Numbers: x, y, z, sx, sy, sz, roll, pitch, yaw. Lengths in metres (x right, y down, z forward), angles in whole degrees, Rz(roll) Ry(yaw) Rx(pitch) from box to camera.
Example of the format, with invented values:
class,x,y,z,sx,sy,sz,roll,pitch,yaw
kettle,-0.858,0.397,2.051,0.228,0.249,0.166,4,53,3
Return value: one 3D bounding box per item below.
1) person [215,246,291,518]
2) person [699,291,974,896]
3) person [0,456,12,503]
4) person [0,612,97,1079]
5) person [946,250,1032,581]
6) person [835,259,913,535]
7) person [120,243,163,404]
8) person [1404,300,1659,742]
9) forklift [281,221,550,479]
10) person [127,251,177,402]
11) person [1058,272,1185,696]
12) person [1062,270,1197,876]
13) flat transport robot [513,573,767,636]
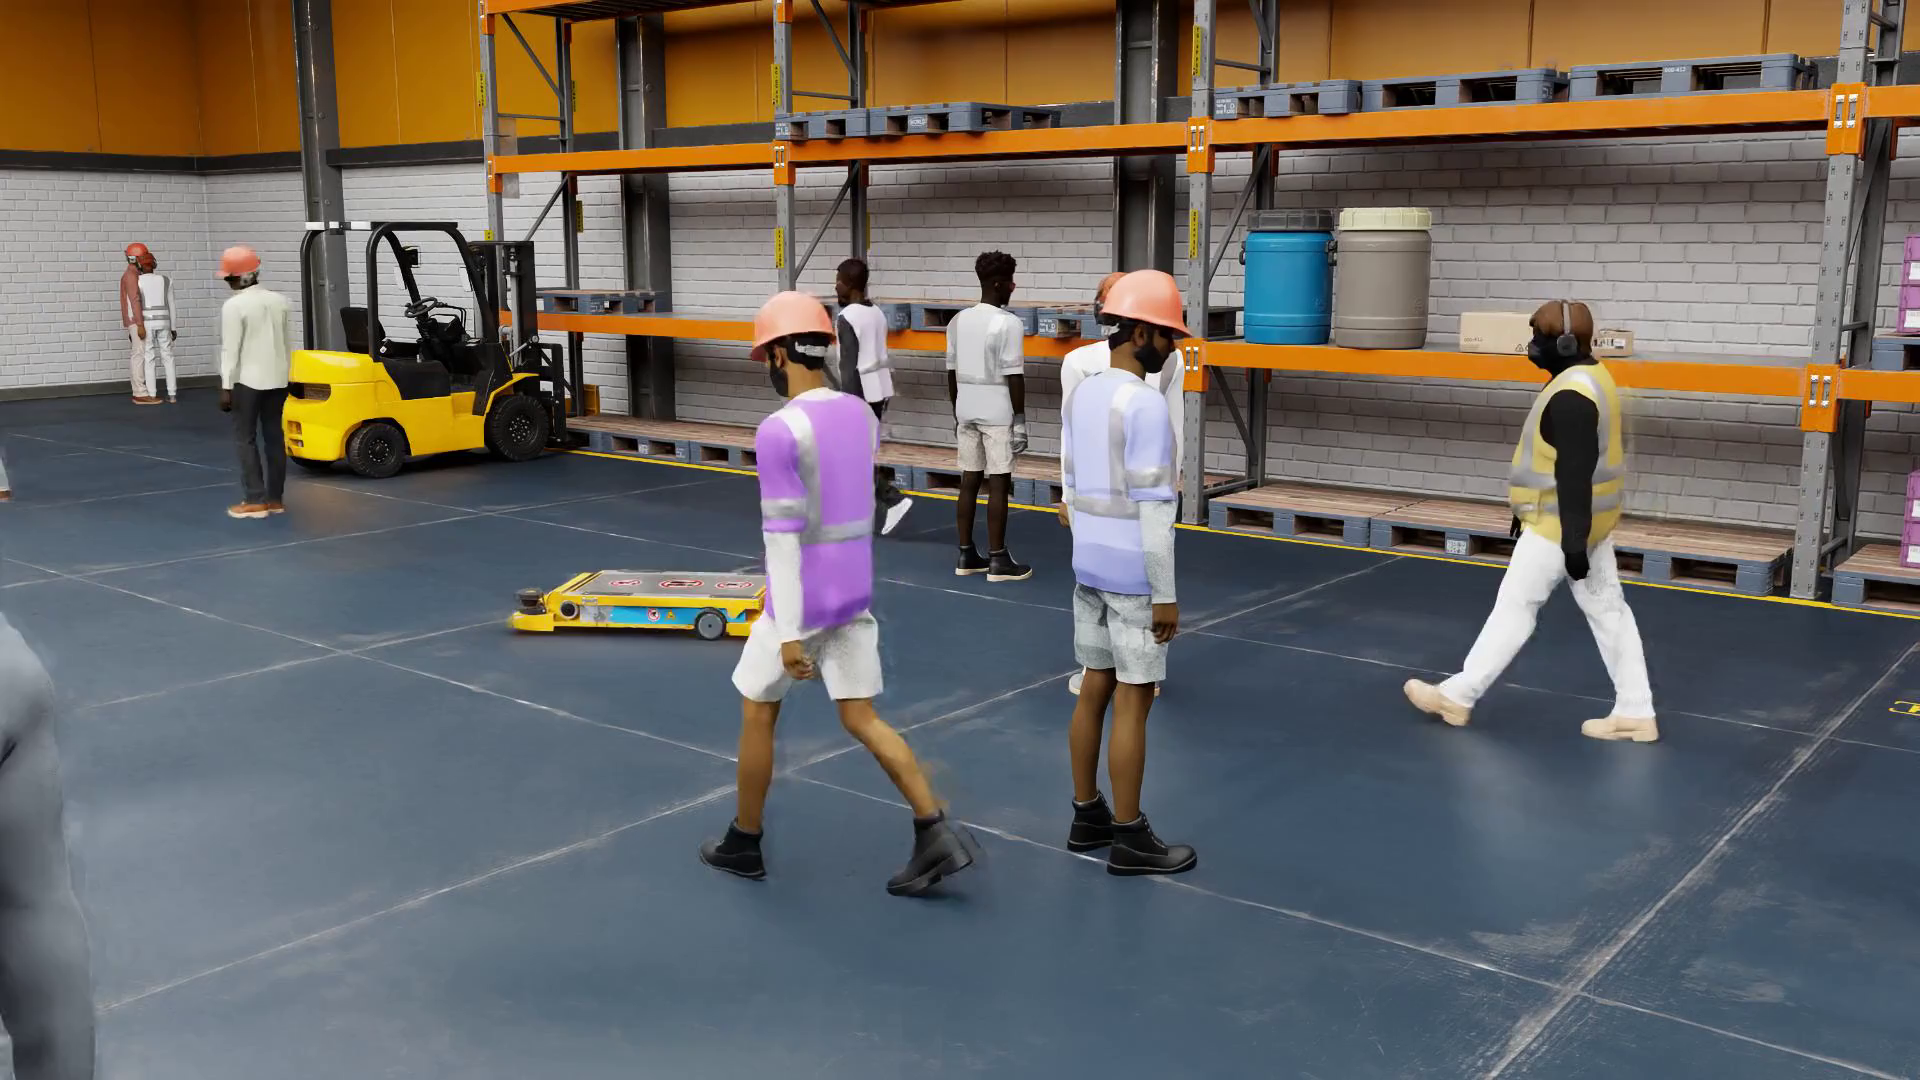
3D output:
class,x,y,z,sx,sy,sz,roll,pitch,yaw
person,-5.147,-1.145,12.198,0.401,1.969,0.674,5,11,24
person,-0.380,0.179,5.137,0.908,1.881,0.538,8,13,37
person,-7.693,-1.179,12.567,0.819,1.892,0.660,-5,11,-25
person,-1.429,0.725,1.954,0.864,1.907,0.647,7,12,33
person,0.180,-0.741,9.944,0.365,1.962,0.614,-9,14,-41
person,-0.622,-0.941,11.236,0.562,1.899,0.608,4,11,21
person,-10.159,-2.675,20.608,0.392,1.985,0.609,-6,12,-28
person,2.396,-0.073,6.750,1.004,1.784,0.633,6,12,31
forklift,-4.922,-1.741,14.854,1.214,2.155,2.313,8,13,38
person,-10.009,-2.629,20.627,0.573,1.887,0.355,-10,14,-44
person,0.703,-0.225,7.314,0.576,1.883,0.355,-3,11,-17
person,0.550,0.107,5.350,0.374,1.928,0.542,-5,11,-24
flat transport robot,-1.545,0.322,8.748,1.431,0.197,0.652,1,10,6
